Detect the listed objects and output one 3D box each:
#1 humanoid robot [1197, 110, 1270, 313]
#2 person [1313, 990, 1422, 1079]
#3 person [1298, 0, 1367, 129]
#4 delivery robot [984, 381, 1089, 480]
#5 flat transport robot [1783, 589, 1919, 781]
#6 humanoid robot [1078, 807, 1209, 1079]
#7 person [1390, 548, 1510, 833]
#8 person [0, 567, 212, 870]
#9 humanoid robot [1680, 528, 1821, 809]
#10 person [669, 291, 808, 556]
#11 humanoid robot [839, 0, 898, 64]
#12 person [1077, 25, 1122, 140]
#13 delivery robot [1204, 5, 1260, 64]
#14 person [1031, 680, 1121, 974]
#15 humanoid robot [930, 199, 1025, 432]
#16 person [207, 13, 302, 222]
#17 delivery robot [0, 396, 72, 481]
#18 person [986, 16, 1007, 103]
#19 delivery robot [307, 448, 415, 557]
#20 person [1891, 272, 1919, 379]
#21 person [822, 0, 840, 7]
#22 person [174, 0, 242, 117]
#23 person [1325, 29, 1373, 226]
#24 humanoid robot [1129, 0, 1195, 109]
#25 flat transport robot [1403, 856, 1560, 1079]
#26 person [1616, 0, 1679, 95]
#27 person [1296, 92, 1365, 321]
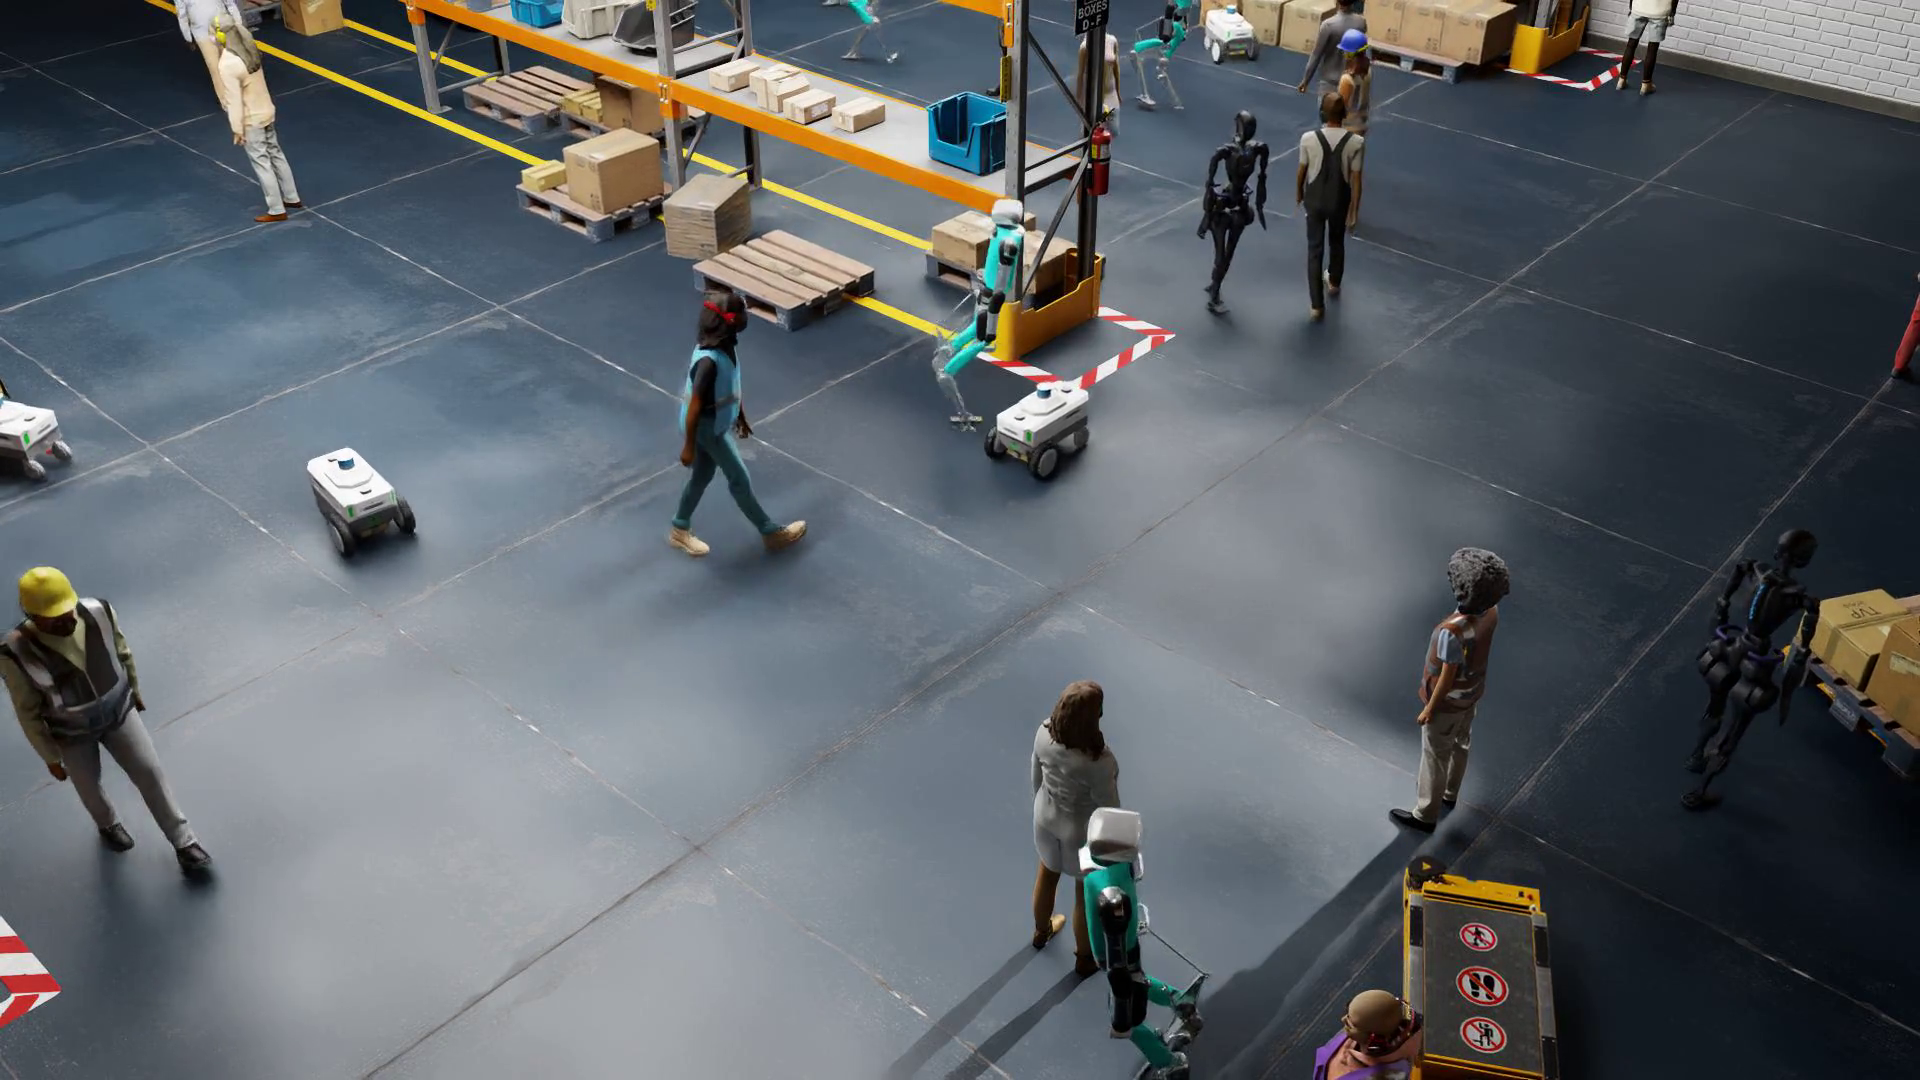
[{"bbox_3d":[2.212,-2.654,13.427,0.596,1.647,0.538,-13,37,-18],"label":"humanoid robot"},{"bbox_3d":[1.470,2.279,6.253,0.346,1.694,0.479,1,35,1],"label":"person"},{"bbox_3d":[3.505,-4.358,15.708,0.536,1.876,0.623,-14,37,-20],"label":"person"},{"bbox_3d":[0.570,-0.815,11.743,0.499,0.599,0.784,27,43,33],"label":"delivery robot"},{"bbox_3d":[5.416,0.971,9.404,0.659,0.231,1.431,-9,36,-13],"label":"flat transport robot"},{"bbox_3d":[0.836,1.855,6.922,0.735,1.891,0.536,-1,35,-2],"label":"humanoid robot"},{"bbox_3d":[2.497,0.768,8.443,0.308,1.689,0.452,28,43,34],"label":"person"},{"bbox_3d":[-4.210,0.915,8.144,0.886,1.795,0.604,26,42,33],"label":"person"},{"bbox_3d":[4.054,0.659,8.632,0.465,1.637,0.589,-18,39,-24],"label":"humanoid robot"},{"bbox_3d":[-1.476,-0.678,10.438,0.949,1.806,0.580,1,35,2],"label":"person"},{"bbox_3d":[-1.068,-6.098,18.432,0.839,1.871,0.550,0,35,-1],"label":"humanoid robot"},{"bbox_3d":[1.297,-4.178,15.645,0.463,1.639,0.420,-13,37,-18],"label":"person"},{"bbox_3d":[3.066,-5.768,18.904,0.499,0.582,0.773,-8,35,-12],"label":"delivery robot"},{"bbox_3d":[0.543,1.313,7.681,0.480,1.658,0.338,27,43,33],"label":"person"},{"bbox_3d":[0.062,-1.550,11.768,0.768,1.771,0.535,-1,35,-1],"label":"humanoid robot"},{"bbox_3d":[-6.335,-3.771,14.880,0.392,1.866,0.570,4,35,5],"label":"person"},{"bbox_3d":[-6.701,-0.751,11.650,0.784,0.599,0.499,9,36,13],"label":"delivery robot"},{"bbox_3d":[0.442,-5.522,17.345,0.376,1.932,0.550,-3,35,-5],"label":"person"},{"bbox_3d":[-3.994,-0.292,10.980,0.499,0.592,0.783,-26,42,-32],"label":"delivery robot"},{"bbox_3d":[7.393,-1.963,12.345,0.516,1.756,0.335,26,42,32],"label":"person"},{"bbox_3d":[-1.565,-7.311,20.096,0.394,1.751,0.530,-9,36,-13],"label":"person"},{"bbox_3d":[-7.681,-5.220,17.105,0.565,1.701,0.889,-24,41,-31],"label":"person"},{"bbox_3d":[3.405,-3.671,14.808,0.515,1.756,0.507,24,41,30],"label":"person"},{"bbox_3d":[2.083,-5.305,17.218,0.855,1.785,0.530,20,39,26],"label":"humanoid robot"},{"bbox_3d":[2.412,2.094,7.777,0.659,0.231,1.431,7,35,11],"label":"flat transport robot"},{"bbox_3d":[7.345,-5.603,17.668,0.539,1.695,0.317,25,42,31],"label":"person"},{"bbox_3d":[2.944,-2.738,13.424,0.511,1.807,0.827,3,35,5],"label":"person"}]
